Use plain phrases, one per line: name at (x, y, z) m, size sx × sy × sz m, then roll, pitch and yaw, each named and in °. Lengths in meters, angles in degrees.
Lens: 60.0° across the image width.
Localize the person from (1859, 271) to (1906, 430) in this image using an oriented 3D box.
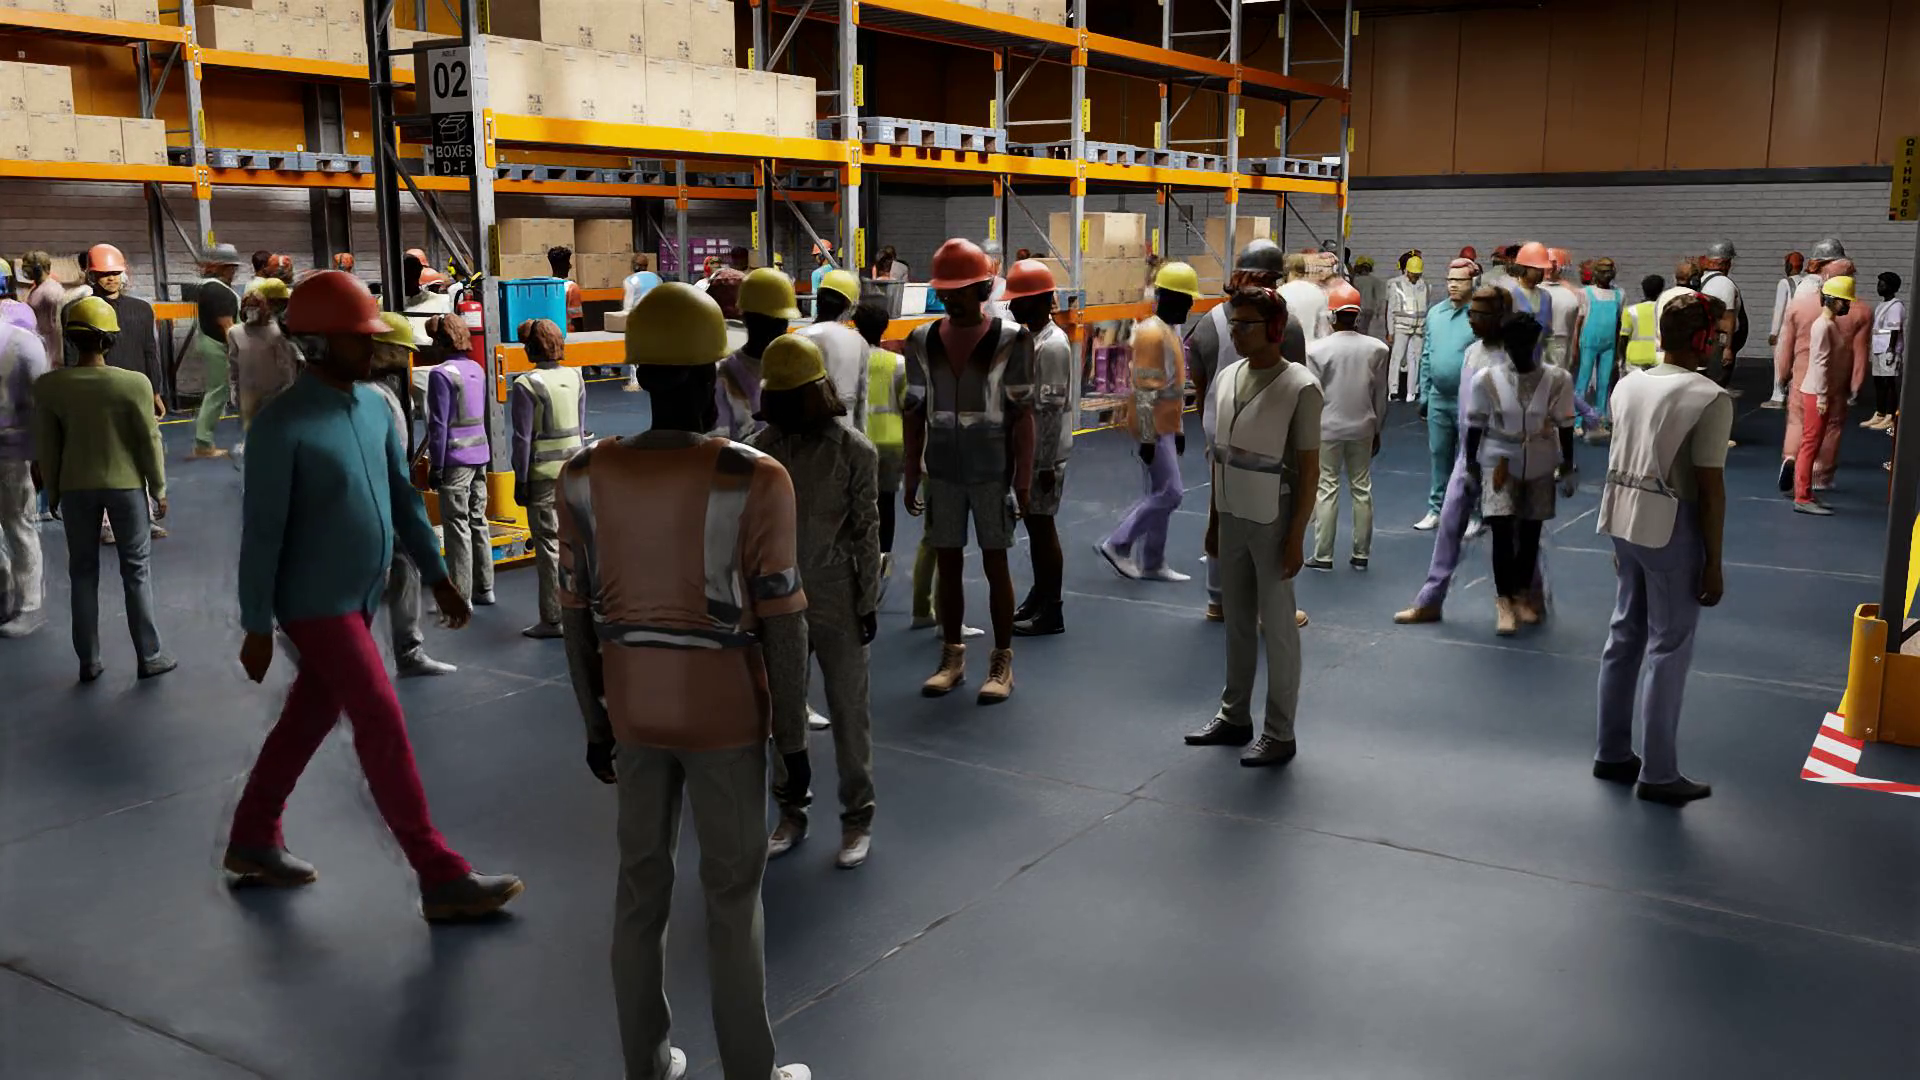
person at (9.894, -2.016, 17.780) m, size 0.319 × 1.691 × 0.536 m, roll 2°, pitch 10°, yaw 9°

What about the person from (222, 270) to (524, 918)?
person at (-1.875, 0.162, 5.020) m, size 1.054 × 1.940 × 0.624 m, roll 1°, pitch 10°, yaw 7°

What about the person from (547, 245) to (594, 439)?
person at (-4.036, -1.992, 16.875) m, size 0.603 × 1.966 × 0.368 m, roll 5°, pitch 11°, yaw 26°

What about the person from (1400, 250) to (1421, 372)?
person at (6.957, -3.523, 25.612) m, size 0.328 × 1.877 × 0.519 m, roll 3°, pitch 11°, yaw 17°

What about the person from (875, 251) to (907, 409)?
person at (-0.781, -2.097, 17.635) m, size 0.599 × 1.905 × 0.391 m, roll -8°, pitch 13°, yaw -37°

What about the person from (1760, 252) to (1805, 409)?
person at (9.994, -2.514, 20.026) m, size 0.584 × 1.878 × 0.368 m, roll -5°, pitch 11°, yaw -26°

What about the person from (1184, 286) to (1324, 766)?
person at (1.174, -0.058, 6.491) m, size 0.388 × 1.846 × 0.565 m, roll -6°, pitch 12°, yaw -30°

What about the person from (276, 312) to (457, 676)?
person at (-2.738, -0.180, 7.567) m, size 0.700 × 1.705 × 0.527 m, roll -2°, pitch 10°, yaw -13°

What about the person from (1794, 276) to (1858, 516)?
person at (6.414, -1.068, 12.336) m, size 0.327 × 1.760 × 0.524 m, roll 6°, pitch 12°, yaw 29°

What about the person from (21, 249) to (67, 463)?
person at (-8.300, -1.671, 15.177) m, size 0.354 × 1.936 × 0.635 m, roll -9°, pitch 13°, yaw -40°

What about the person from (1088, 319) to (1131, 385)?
person at (2.137, -3.019, 23.302) m, size 0.917 × 1.703 × 0.590 m, roll -6°, pitch 12°, yaw -28°

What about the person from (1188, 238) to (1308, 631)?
person at (1.562, -0.557, 8.715) m, size 0.683 × 2.000 × 0.538 m, roll 10°, pitch 14°, yaw 44°

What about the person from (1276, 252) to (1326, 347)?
person at (2.907, -1.596, 14.846) m, size 0.648 × 1.912 × 0.665 m, roll -8°, pitch 13°, yaw -38°

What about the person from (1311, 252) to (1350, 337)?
person at (3.735, -1.981, 17.023) m, size 0.397 × 1.901 × 0.643 m, roll -7°, pitch 13°, yaw -35°

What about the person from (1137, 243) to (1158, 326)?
person at (2.924, -3.517, 25.292) m, size 0.604 × 1.969 × 0.630 m, roll 8°, pitch 13°, yaw 37°

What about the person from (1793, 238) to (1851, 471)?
person at (7.641, -1.641, 14.723) m, size 0.538 × 2.000 × 0.682 m, roll 8°, pitch 13°, yaw 37°

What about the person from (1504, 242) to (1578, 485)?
person at (4.678, -1.421, 13.623) m, size 0.625 × 1.982 × 1.058 m, roll -7°, pitch 12°, yaw -33°

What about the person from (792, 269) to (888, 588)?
person at (-0.719, -0.547, 9.142) m, size 0.765 × 1.861 × 0.626 m, roll 6°, pitch 12°, yaw 29°

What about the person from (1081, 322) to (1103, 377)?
person at (1.975, -3.360, 24.414) m, size 0.409 × 1.986 × 0.621 m, roll -8°, pitch 13°, yaw -39°

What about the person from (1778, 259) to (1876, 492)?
person at (6.845, -1.283, 13.215) m, size 0.684 × 1.877 × 0.807 m, roll 8°, pitch 13°, yaw 37°

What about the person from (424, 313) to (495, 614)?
person at (-2.728, -0.416, 9.081) m, size 0.313 × 1.631 × 0.525 m, roll 2°, pitch 10°, yaw 10°

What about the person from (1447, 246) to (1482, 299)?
person at (7.621, -3.460, 25.090) m, size 0.551 × 1.935 × 0.366 m, roll -2°, pitch 11°, yaw -13°

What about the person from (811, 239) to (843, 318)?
person at (-1.749, -2.905, 21.770) m, size 0.405 × 2.032 × 0.611 m, roll 8°, pitch 13°, yaw 37°

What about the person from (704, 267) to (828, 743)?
person at (-0.780, -0.135, 6.735) m, size 0.402 × 1.917 × 0.592 m, roll 9°, pitch 14°, yaw 42°

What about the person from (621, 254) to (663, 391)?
person at (-4.276, -2.914, 22.372) m, size 0.431 × 1.833 × 0.638 m, roll 9°, pitch 13°, yaw 40°

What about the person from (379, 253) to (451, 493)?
person at (-4.368, -1.334, 13.362) m, size 0.587 × 1.920 × 0.393 m, roll 0°, pitch 10°, yaw 2°

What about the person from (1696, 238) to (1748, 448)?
person at (7.429, -1.926, 16.302) m, size 0.539 × 2.000 × 0.688 m, roll -1°, pitch 10°, yaw -5°

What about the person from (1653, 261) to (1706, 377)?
person at (6.516, -1.588, 15.024) m, size 0.429 × 1.836 × 0.630 m, roll -2°, pitch 11°, yaw -13°

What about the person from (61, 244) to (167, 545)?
person at (-5.658, -0.976, 11.161) m, size 0.386 × 1.992 × 0.624 m, roll 9°, pitch 13°, yaw 40°

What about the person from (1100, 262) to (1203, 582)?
person at (1.165, -0.668, 9.741) m, size 0.474 × 1.899 × 0.593 m, roll 3°, pitch 11°, yaw 16°

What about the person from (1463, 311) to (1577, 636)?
person at (2.869, -0.340, 8.548) m, size 0.535 × 1.654 × 0.712 m, roll 1°, pitch 10°, yaw 7°
